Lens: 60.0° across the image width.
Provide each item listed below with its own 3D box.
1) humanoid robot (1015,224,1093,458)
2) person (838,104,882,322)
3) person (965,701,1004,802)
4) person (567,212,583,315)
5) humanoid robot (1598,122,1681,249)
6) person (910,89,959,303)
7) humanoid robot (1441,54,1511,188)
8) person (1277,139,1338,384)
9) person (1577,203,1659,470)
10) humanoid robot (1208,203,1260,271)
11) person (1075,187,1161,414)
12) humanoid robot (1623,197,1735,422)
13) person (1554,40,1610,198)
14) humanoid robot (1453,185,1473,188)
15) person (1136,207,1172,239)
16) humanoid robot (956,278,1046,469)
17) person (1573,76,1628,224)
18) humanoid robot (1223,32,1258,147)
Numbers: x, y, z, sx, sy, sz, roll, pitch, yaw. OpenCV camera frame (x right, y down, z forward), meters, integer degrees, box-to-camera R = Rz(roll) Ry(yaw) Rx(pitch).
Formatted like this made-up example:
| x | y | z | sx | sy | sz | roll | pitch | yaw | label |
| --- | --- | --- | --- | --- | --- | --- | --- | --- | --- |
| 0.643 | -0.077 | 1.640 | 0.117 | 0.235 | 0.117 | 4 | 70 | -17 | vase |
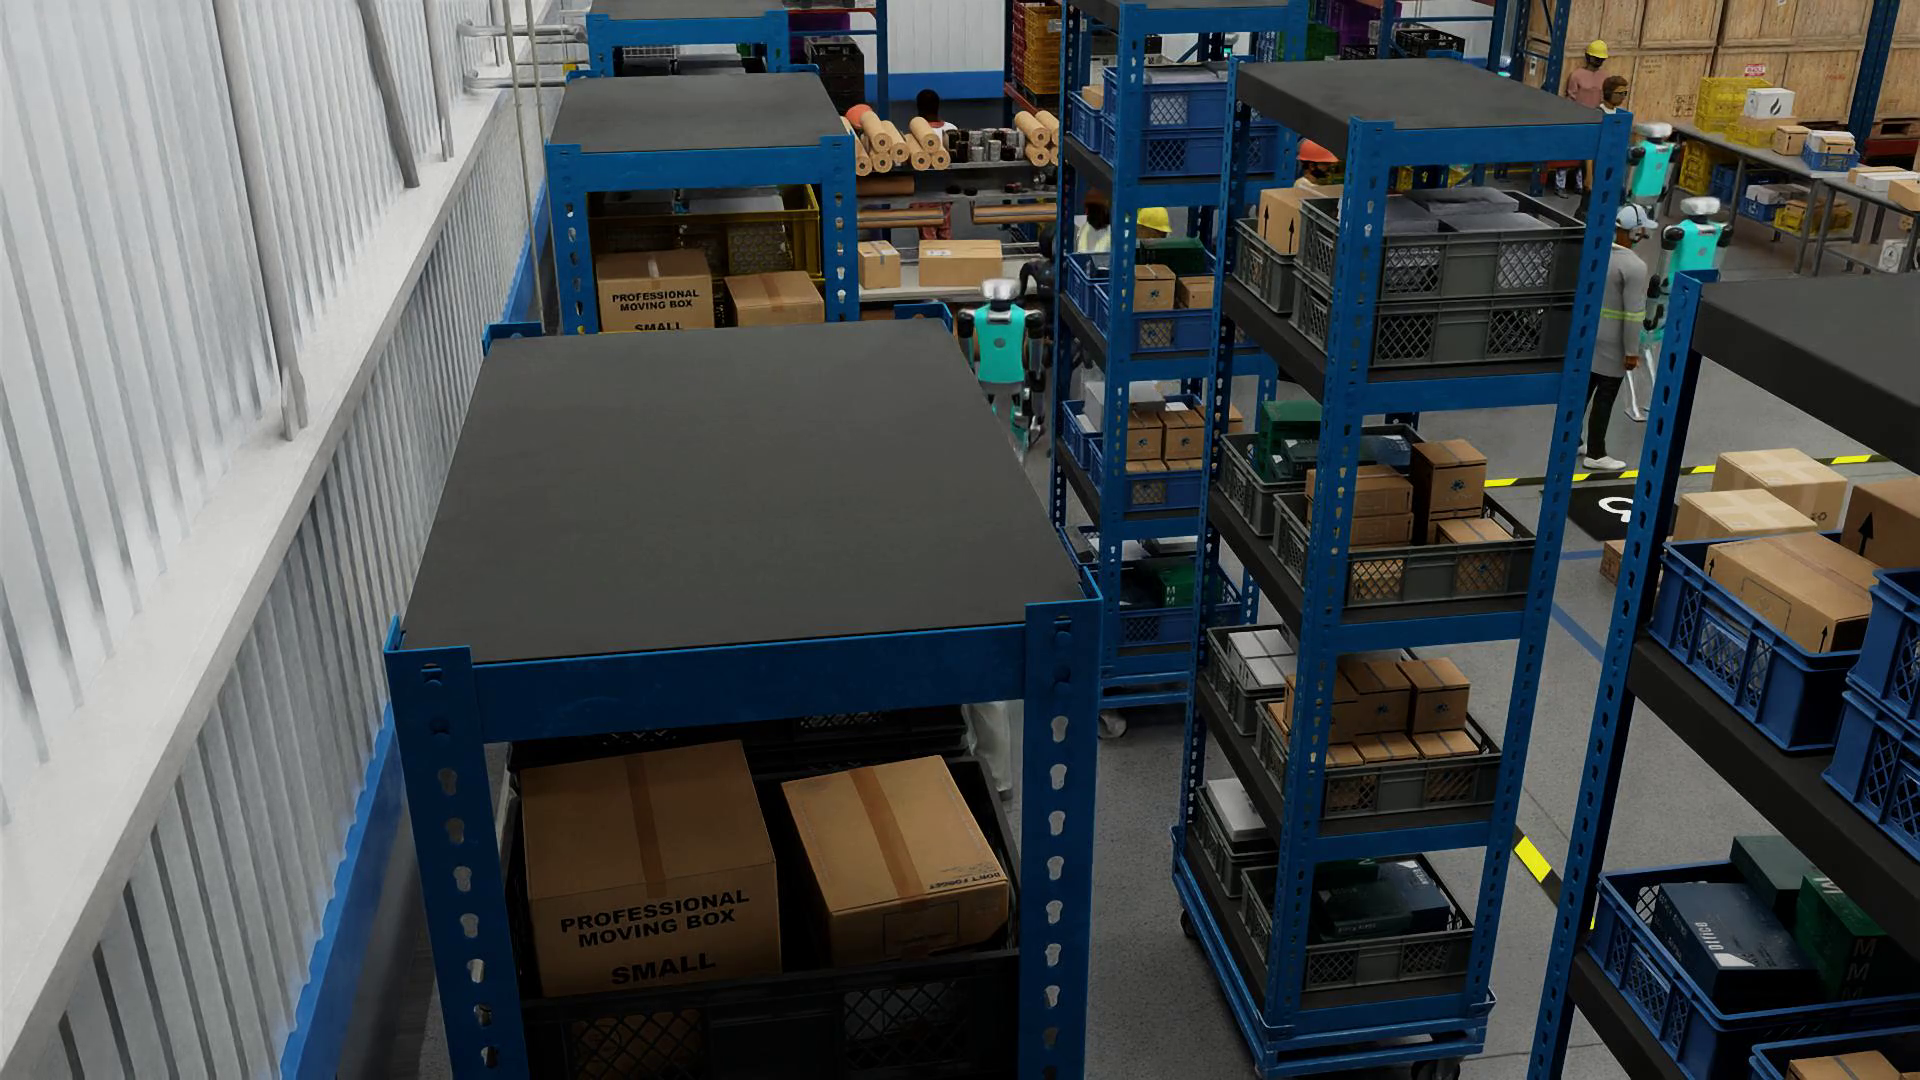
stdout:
| x | y | z | sx | sy | sz | roll | pitch | yaw | label |
| --- | --- | --- | --- | --- | --- | --- | --- | --- | --- |
| 0.659 | -1.378 | 11.606 | 0.615 | 1.654 | 0.322 | 11 | 27 | 23 | humanoid robot |
| -0.820 | -2.563 | 13.758 | 0.385 | 2.036 | 0.604 | -18 | 30 | -34 | person |
| 0.089 | 0.359 | 7.652 | 0.398 | 1.832 | 0.567 | -3 | 25 | -7 | person |
| -2.745 | -1.870 | 12.468 | 0.512 | 1.858 | 0.333 | -19 | 31 | -35 | person |
| 5.870 | -2.911 | 14.939 | 0.530 | 1.772 | 1.015 | -10 | 27 | -21 | humanoid robot |
| -0.244 | -3.111 | 15.093 | 0.393 | 1.915 | 0.590 | 18 | 30 | 34 | person |
| 5.477 | -4.312 | 18.039 | 0.766 | 1.871 | 0.541 | 8 | 26 | 18 | humanoid robot |
| 2.718 | -2.206 | 13.097 | 0.358 | 1.939 | 0.542 | 6 | 25 | 12 | person |
| 4.486 | -1.395 | 11.436 | 0.386 | 1.850 | 0.597 | -7 | 26 | -15 | person |
| 2.228 | -2.252 | 13.507 | 0.608 | 1.651 | 0.345 | -8 | 26 | -17 | humanoid robot |
| 1.130 | -1.705 | 12.162 | 0.710 | 1.814 | 0.651 | -16 | 29 | -31 | person |
| 5.107 | -1.716 | 12.110 | 0.533 | 1.677 | 0.735 | -6 | 25 | -12 | humanoid robot |
| 7.092 | -4.767 | 18.880 | 0.522 | 1.761 | 0.337 | -6 | 25 | -12 | person |
| 3.946 | -1.803 | 12.494 | 1.063 | 1.736 | 0.532 | -3 | 25 | -6 | humanoid robot |
| 1.321 | -1.527 | 11.863 | 0.308 | 1.735 | 0.483 | 5 | 25 | 11 | person |
| 0.274 | -0.820 | 10.346 | 0.538 | 1.800 | 0.807 | 2 | 25 | 5 | humanoid robot |
| 6.243 | -3.614 | 16.287 | 0.332 | 1.836 | 0.505 | 21 | 32 | 37 | person |
| 3.271 | -5.009 | 19.274 | 0.735 | 1.673 | 0.533 | 2 | 25 | 5 | humanoid robot |
